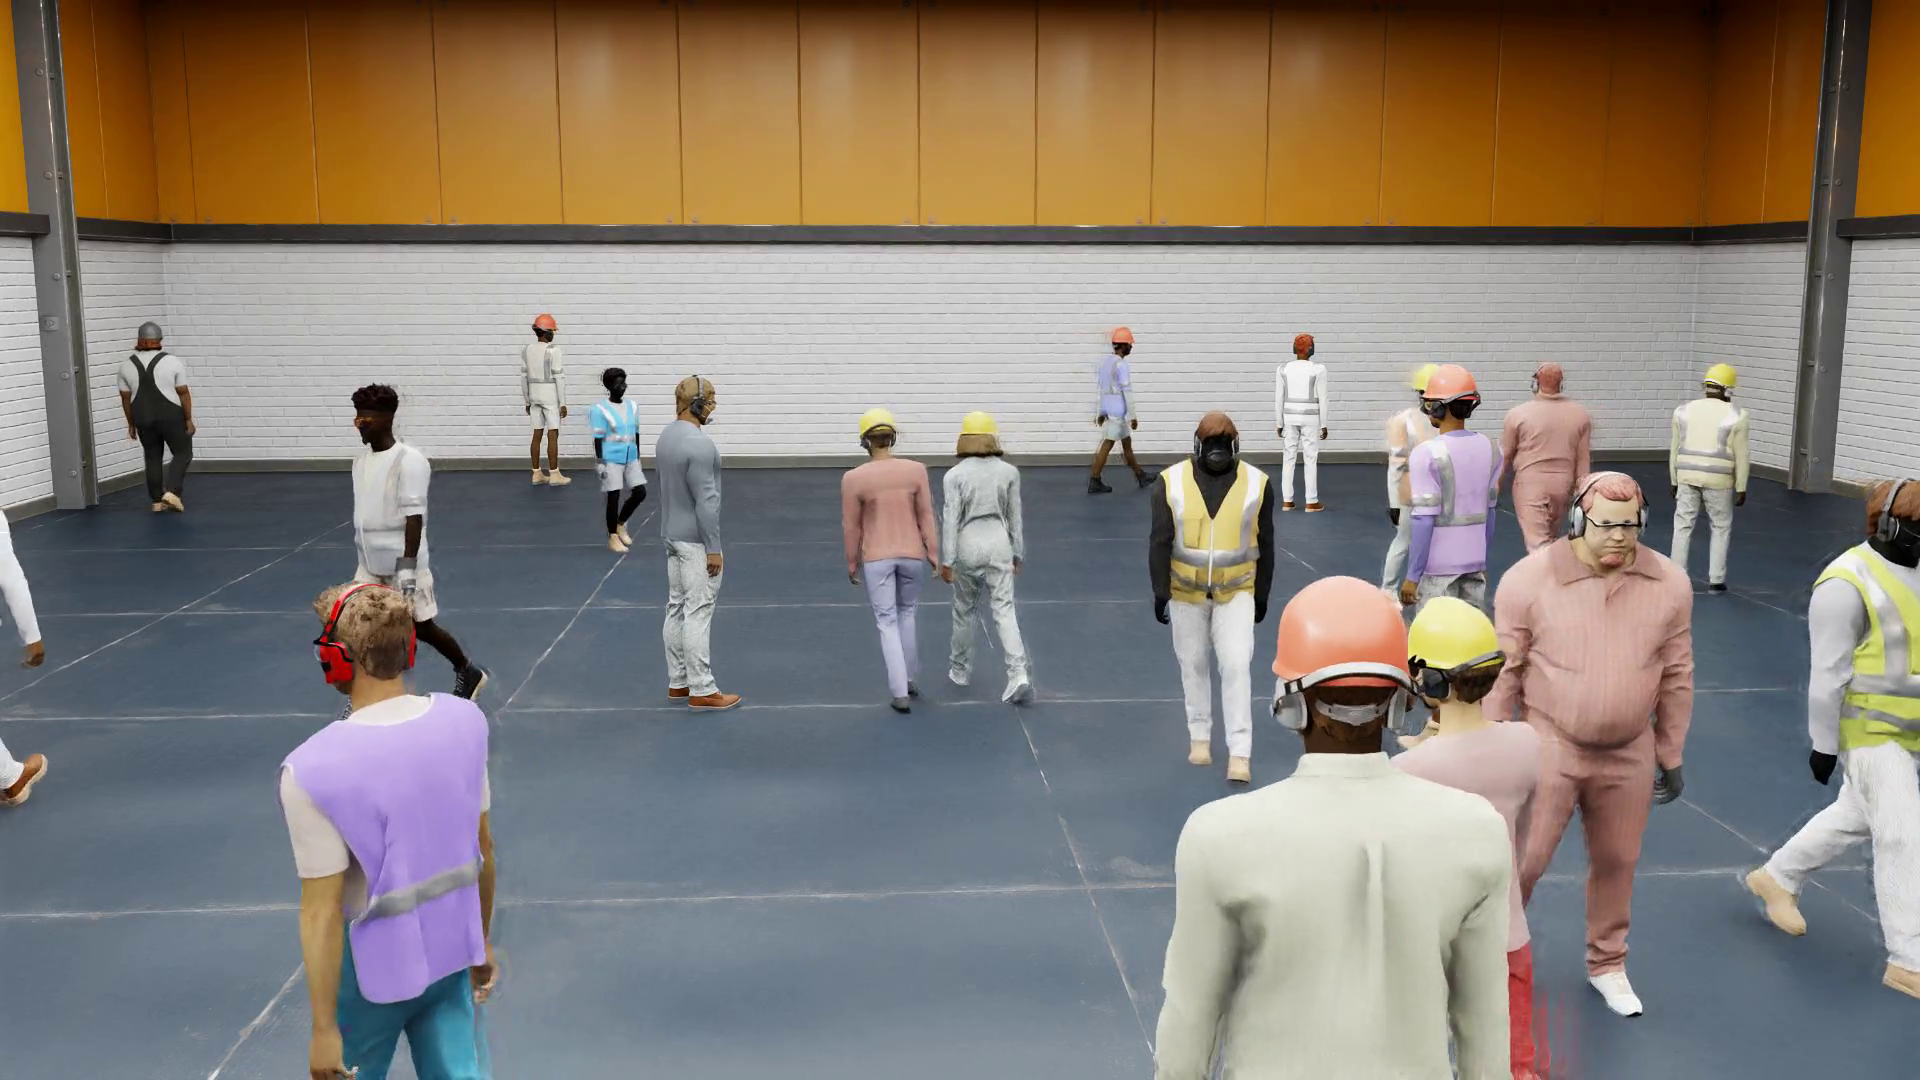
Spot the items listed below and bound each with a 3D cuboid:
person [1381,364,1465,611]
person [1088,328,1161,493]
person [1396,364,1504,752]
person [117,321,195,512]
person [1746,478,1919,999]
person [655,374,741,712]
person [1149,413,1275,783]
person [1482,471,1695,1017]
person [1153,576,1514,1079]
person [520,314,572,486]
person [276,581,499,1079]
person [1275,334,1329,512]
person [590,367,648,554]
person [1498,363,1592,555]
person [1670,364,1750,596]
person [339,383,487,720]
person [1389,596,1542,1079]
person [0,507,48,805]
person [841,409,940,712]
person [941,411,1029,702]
[{"bbox_3d":[3.360,-0.347,12.090,0.589,1.878,1.009,-2,9,-11],"label":"person"},{"bbox_3d":[1.907,-1.484,19.122,0.984,1.890,0.571,-2,9,-15],"label":"person"},{"bbox_3d":[2.516,0.114,8.631,0.608,2.045,0.392,-6,11,-31],"label":"person"},{"bbox_3d":[-8.422,-1.297,17.501,0.696,2.000,0.573,0,9,-2],"label":"person"},{"bbox_3d":[3.269,0.659,5.986,0.633,1.812,0.907,-5,10,-30],"label":"person"},{"bbox_3d":[-1.532,0.016,9.591,0.373,1.936,0.629,-6,11,-32],"label":"person"},{"bbox_3d":[1.246,0.289,8.262,0.626,1.811,0.824,2,9,10],"label":"person"},{"bbox_3d":[2.094,0.691,5.546,0.673,1.880,0.438,0,9,0],"label":"person"},{"bbox_3d":[0.655,1.046,3.004,0.616,1.979,0.431,-2,9,-10],"label":"person"},{"bbox_3d":[-4.922,-1.667,19.816,0.615,2.041,0.383,5,10,28],"label":"person"},{"bbox_3d":[-1.247,0.995,3.829,0.831,1.820,0.574,5,10,29],"label":"person"},{"bbox_3d":[3.620,-1.234,17.601,0.572,1.883,0.353,5,11,31],"label":"person"},{"bbox_3d":[-3.066,-0.713,14.948,0.372,1.680,0.546,8,12,40],"label":"person"},{"bbox_3d":[4.239,-0.369,12.268,0.659,1.851,1.008,-2,9,-9],"label":"person"},{"bbox_3d":[5.883,-0.471,13.053,0.455,1.812,0.598,-9,12,-43],"label":"person"},{"bbox_3d":[-3.091,0.086,9.193,0.599,1.932,0.968,6,11,31],"label":"person"},{"bbox_3d":[1.251,0.996,4.105,0.525,1.724,0.902,-4,10,-24],"label":"person"},{"bbox_3d":[-4.442,0.406,7.450,0.606,1.826,0.999,1,9,6],"label":"person"},{"bbox_3d":[-0.425,0.106,9.654,0.553,1.723,0.690,-4,10,-21],"label":"person"},{"bbox_3d":[0.149,0.090,9.881,0.529,1.697,0.872,-3,9,-17],"label":"person"}]
